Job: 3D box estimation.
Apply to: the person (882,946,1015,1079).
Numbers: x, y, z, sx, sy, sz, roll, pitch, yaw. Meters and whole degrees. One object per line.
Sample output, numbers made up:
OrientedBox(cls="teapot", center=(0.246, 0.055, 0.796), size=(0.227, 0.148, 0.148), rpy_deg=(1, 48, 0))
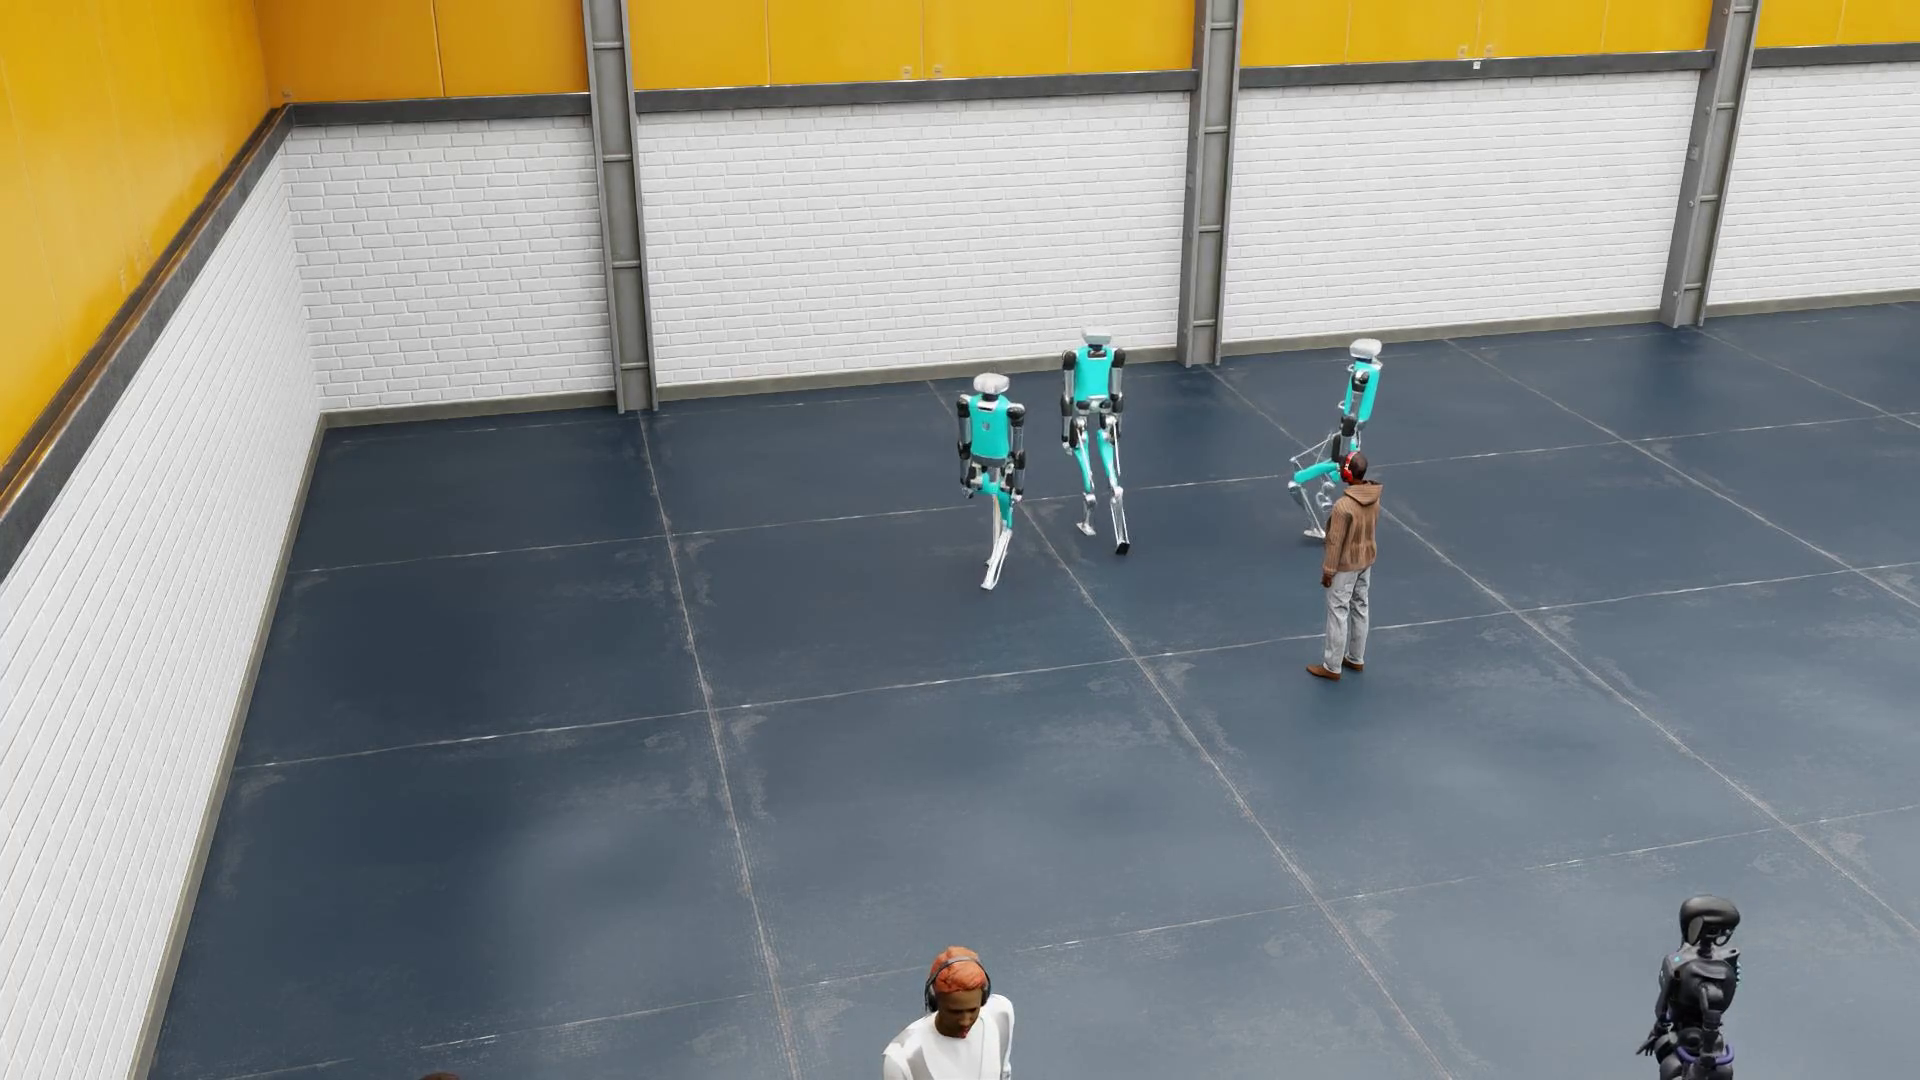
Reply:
OrientedBox(cls="person", center=(-0.023, 2.294, 6.147), size=(0.583, 1.881, 0.341), rpy_deg=(-18, 30, -35))

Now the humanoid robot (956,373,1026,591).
OrientedBox(cls="humanoid robot", center=(0.302, -0.487, 12.644), size=(0.541, 1.741, 0.941), rpy_deg=(10, 26, 21))

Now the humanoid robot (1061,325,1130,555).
OrientedBox(cls="humanoid robot", center=(1.155, -0.740, 13.277), size=(0.551, 1.811, 0.914), rpy_deg=(-7, 25, -15))

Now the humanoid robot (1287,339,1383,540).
OrientedBox(cls="humanoid robot", center=(2.920, -0.740, 13.276), size=(0.738, 1.823, 0.539), rpy_deg=(10, 26, 22))

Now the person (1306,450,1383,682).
OrientedBox(cls="person", center=(2.631, 0.180, 11.242), size=(0.462, 1.648, 0.327), rpy_deg=(-18, 30, -35))

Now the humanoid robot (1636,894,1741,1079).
OrientedBox(cls="humanoid robot", center=(2.906, 2.129, 6.790), size=(0.604, 1.638, 0.583), rpy_deg=(3, 24, 8))

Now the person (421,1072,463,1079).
OrientedBox(cls="person", center=(-1.648, 2.547, 5.717), size=(0.378, 1.767, 0.467), rpy_deg=(-6, 25, -14))
